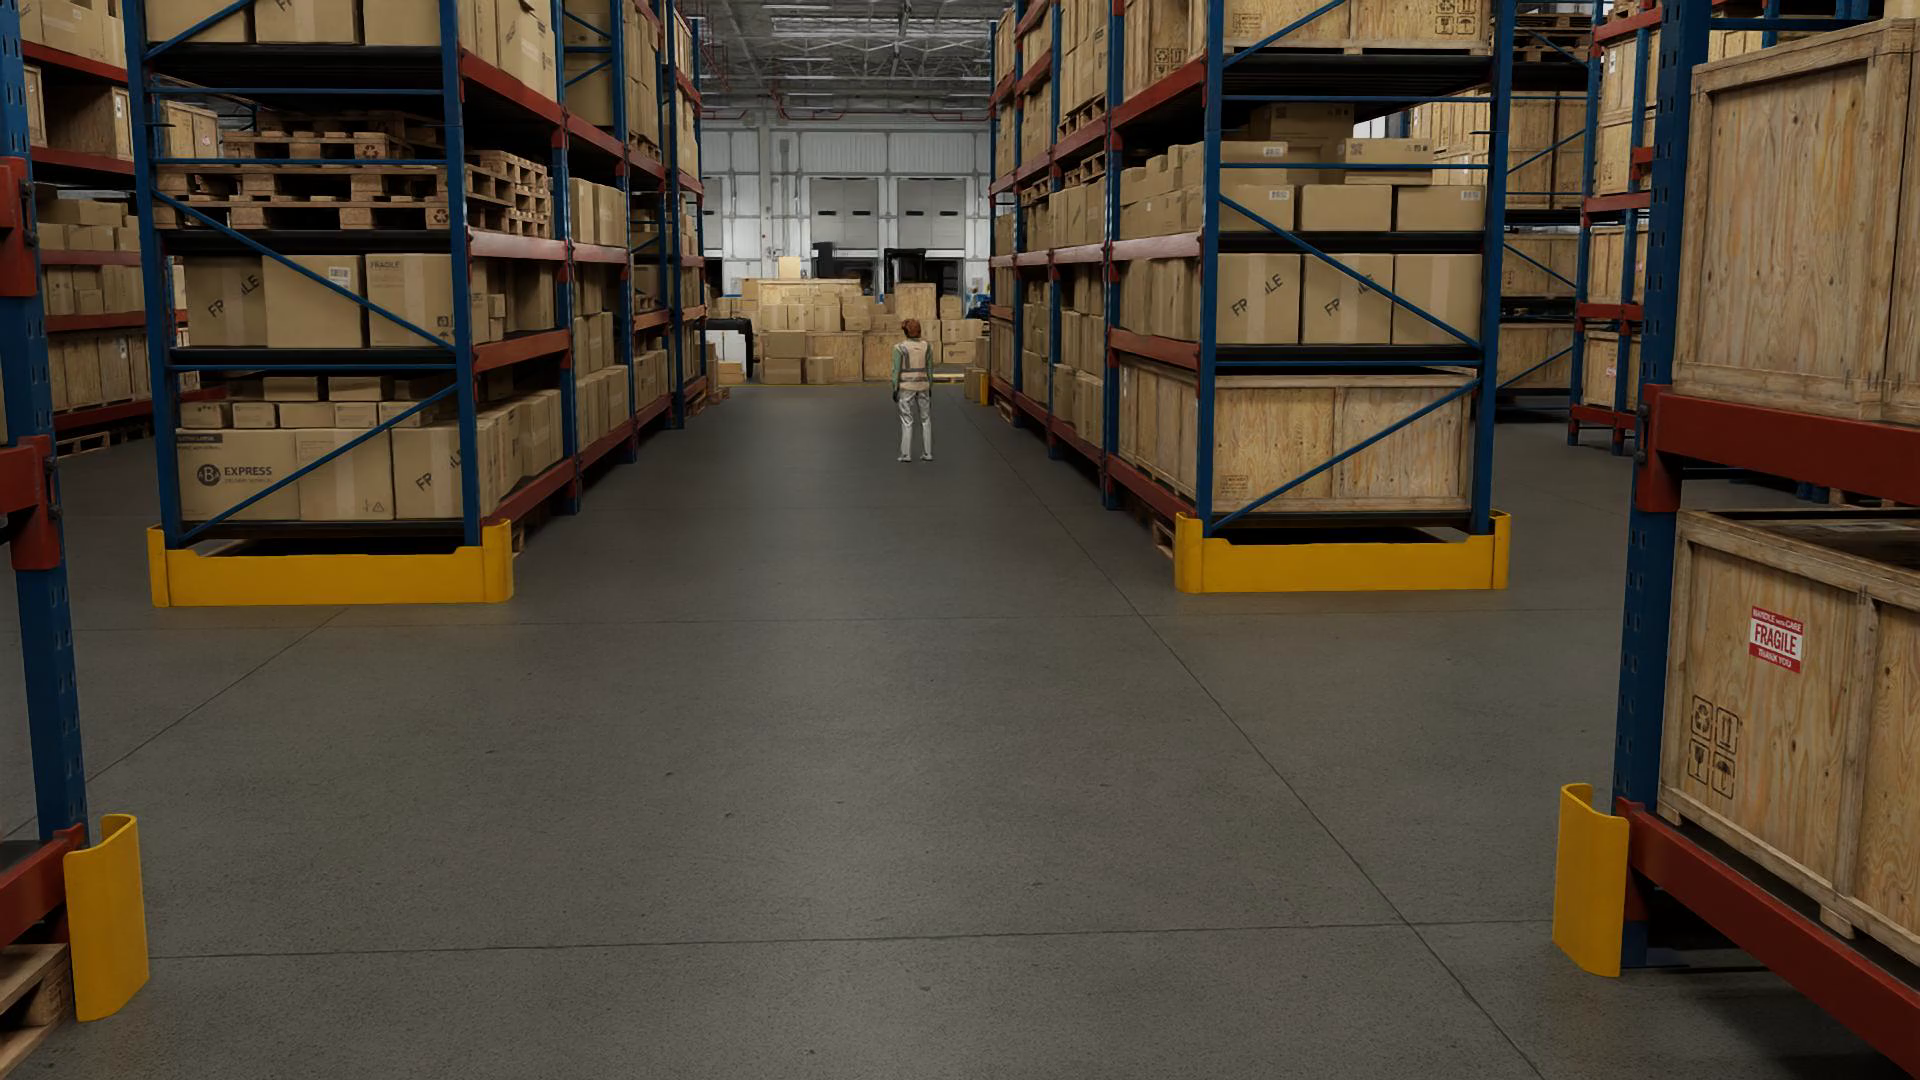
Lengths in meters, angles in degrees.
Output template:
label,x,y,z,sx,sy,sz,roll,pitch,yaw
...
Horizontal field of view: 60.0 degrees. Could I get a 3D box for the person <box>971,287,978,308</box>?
label,x,y,z,sx,sy,sz,roll,pitch,yaw
person,0.625,-9.458,67.645,0.386,1.622,0.538,-2,9,-11

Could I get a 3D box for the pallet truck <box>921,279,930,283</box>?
label,x,y,z,sx,sy,sz,roll,pitch,yaw
pallet truck,-0.932,-8.922,63.114,1.885,1.965,0.823,2,9,13

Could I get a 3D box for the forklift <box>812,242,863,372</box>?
label,x,y,z,sx,sy,sz,roll,pitch,yaw
forklift,-2.938,-5.074,36.192,1.873,2.768,1.129,-1,9,-4

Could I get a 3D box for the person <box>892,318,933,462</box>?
label,x,y,z,sx,sy,sz,roll,pitch,yaw
person,-0.533,-1.695,18.896,0.514,1.632,0.314,-5,10,-28

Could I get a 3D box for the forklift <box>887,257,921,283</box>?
label,x,y,z,sx,sy,sz,roll,pitch,yaw
forklift,-1.481,-6.339,44.133,1.129,2.768,1.873,-1,9,-4

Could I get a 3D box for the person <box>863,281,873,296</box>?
label,x,y,z,sx,sy,sz,roll,pitch,yaw
person,-3.187,-8.046,57.798,0.372,1.940,0.631,-3,9,-16
